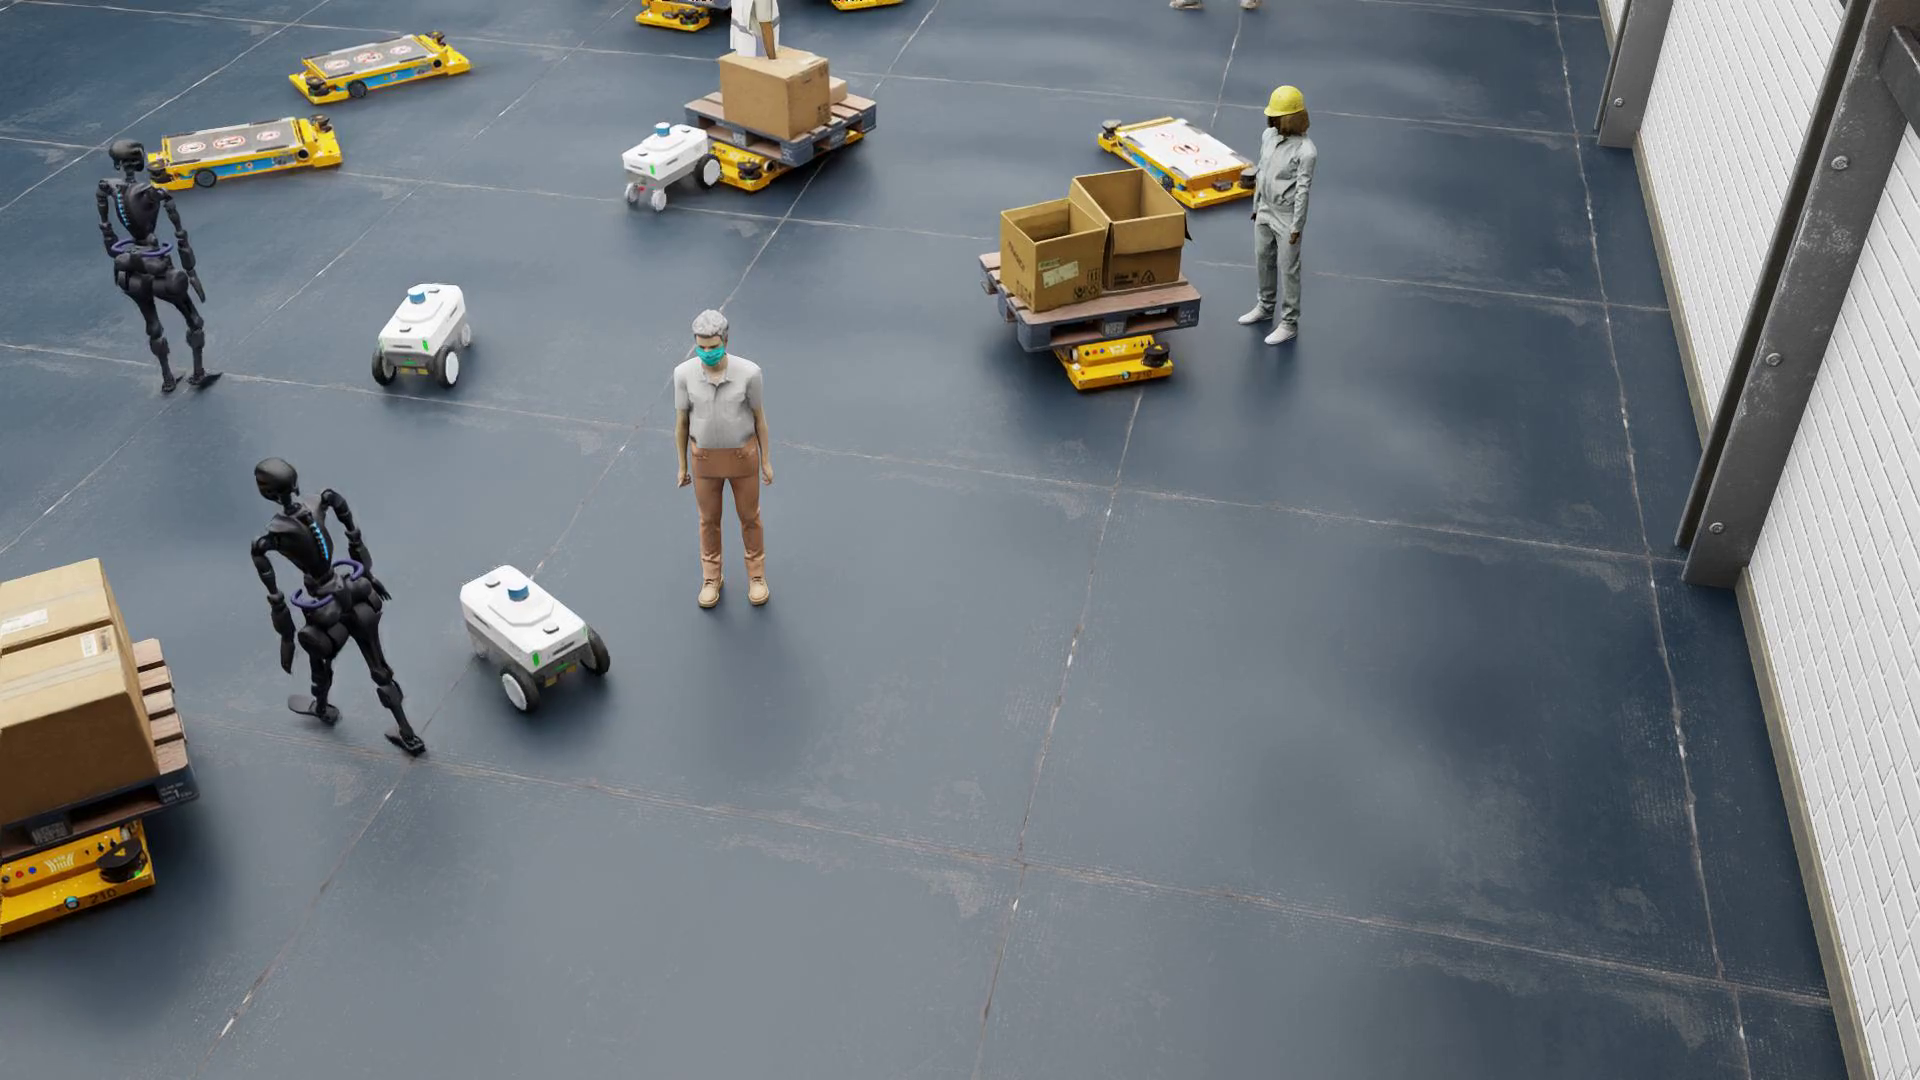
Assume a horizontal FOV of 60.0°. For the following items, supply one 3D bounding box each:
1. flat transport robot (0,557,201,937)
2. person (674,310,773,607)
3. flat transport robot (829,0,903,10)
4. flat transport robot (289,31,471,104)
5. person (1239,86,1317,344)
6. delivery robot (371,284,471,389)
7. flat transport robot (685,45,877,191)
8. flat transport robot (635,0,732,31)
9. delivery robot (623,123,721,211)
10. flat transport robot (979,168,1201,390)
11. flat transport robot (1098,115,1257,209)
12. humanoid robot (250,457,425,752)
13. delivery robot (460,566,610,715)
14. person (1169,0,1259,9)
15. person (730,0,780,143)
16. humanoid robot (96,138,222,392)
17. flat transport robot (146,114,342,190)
[{"bbox_3d":[-4.166,1.173,7.648,0.659,0.231,1.431,-18,40,-22],"label":"flat transport robot"},{"bbox_3d":[-1.209,-0.411,8.533,0.492,1.744,0.303,-2,37,-3],"label":"person"},{"bbox_3d":[-1.124,-5.700,16.846,0.659,0.231,1.431,-13,39,-17],"label":"flat transport robot"},{"bbox_3d":[-5.195,-4.231,14.880,1.431,0.231,0.659,-24,43,-28],"label":"flat transport robot"},{"bbox_3d":[2.073,-2.121,10.837,0.349,1.732,0.483,-20,41,-25],"label":"person"},{"bbox_3d":[-3.475,-1.333,10.779,0.499,0.613,0.811,4,37,5],"label":"delivery robot"},{"bbox_3d":[-1.454,-3.236,13.549,0.659,0.231,1.431,24,43,29],"label":"flat transport robot"},{"bbox_3d":[-2.544,-5.354,16.383,0.659,0.231,1.431,14,39,18],"label":"flat transport robot"},{"bbox_3d":[-2.277,-2.938,12.905,0.499,0.587,0.769,20,41,25],"label":"delivery robot"},{"bbox_3d":[0.863,-1.483,11.203,0.659,0.231,1.431,-10,38,-14],"label":"flat transport robot"},{"bbox_3d":[1.750,-3.056,13.308,0.659,0.231,1.431,-17,40,-22],"label":"flat transport robot"},{"bbox_3d":[-2.925,0.287,7.695,0.766,1.617,0.612,19,41,23],"label":"humanoid robot"},{"bbox_3d":[-2.164,0.472,8.362,0.792,0.611,0.499,31,46,34],"label":"delivery robot"},{"bbox_3d":[2.560,-5.987,15.915,0.895,1.852,0.579,-3,37,-4],"label":"person"},{"bbox_3d":[-1.580,-3.796,12.984,0.373,1.840,0.568,-17,40,-22],"label":"person"},{"bbox_3d":[-5.003,-1.685,10.295,0.611,1.650,0.309,6,37,8],"label":"humanoid robot"},{"bbox_3d":[-5.773,-3.120,13.393,1.431,0.231,0.659,-15,39,-19],"label":"flat transport robot"}]
